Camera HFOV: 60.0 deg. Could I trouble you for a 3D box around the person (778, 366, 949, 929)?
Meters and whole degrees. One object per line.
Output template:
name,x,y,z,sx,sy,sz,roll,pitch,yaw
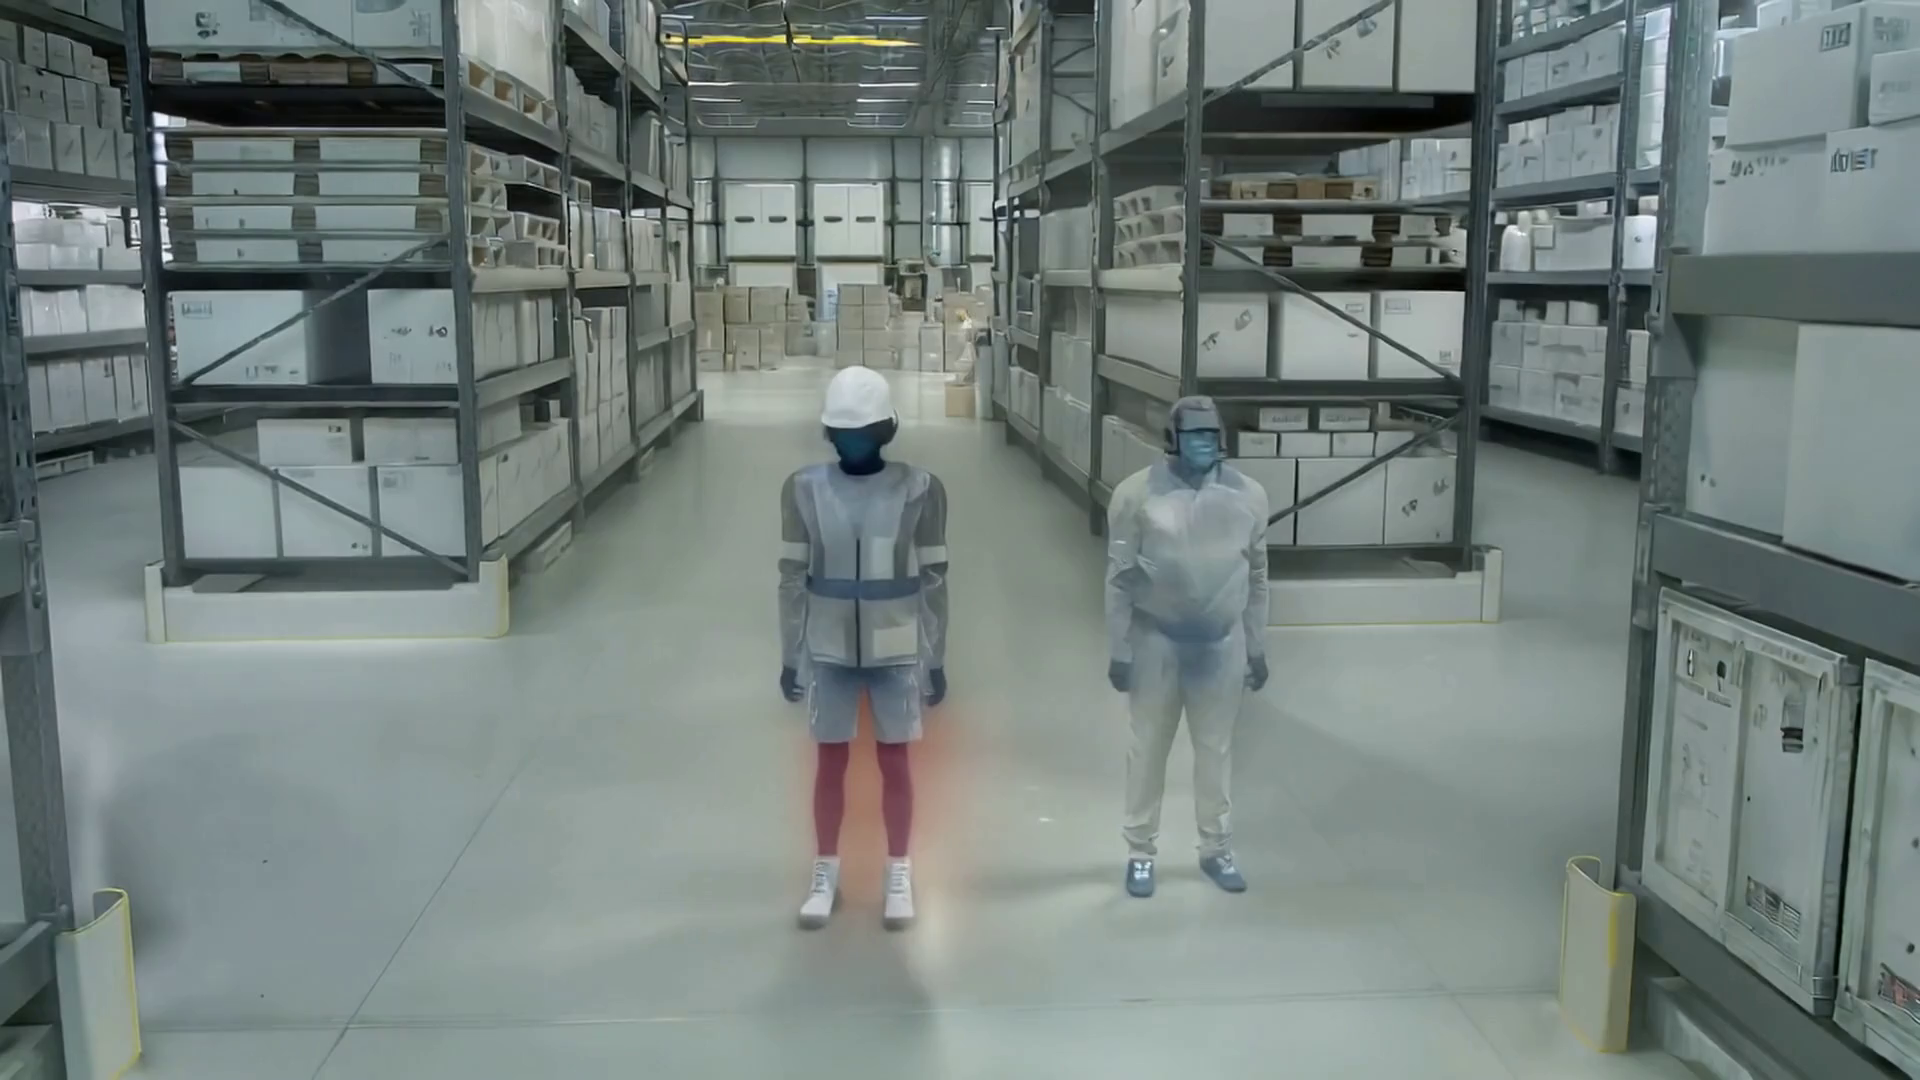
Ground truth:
person,-0.350,0.398,5.959,0.614,2.038,0.395,1,9,4

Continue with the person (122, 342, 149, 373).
person,-13.893,-3.009,27.963,0.611,1.839,0.943,1,9,8

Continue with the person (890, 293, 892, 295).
person,-2.539,-8.448,62.579,0.533,1.697,0.319,0,9,-1

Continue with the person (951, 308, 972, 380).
person,0.025,-4.327,36.951,0.602,1.617,0.542,-3,9,-16

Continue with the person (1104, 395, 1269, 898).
person,0.871,0.405,6.325,0.649,1.911,0.408,-1,9,-8

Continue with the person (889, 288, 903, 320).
person,-2.286,-7.799,57.806,0.636,1.928,0.391,3,10,19

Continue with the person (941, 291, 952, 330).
person,-0.443,-6.684,50.951,1.032,1.889,0.544,-1,9,-3

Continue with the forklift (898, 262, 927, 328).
forklift,-1.725,-8.419,58.697,1.129,2.768,1.873,-1,9,-4

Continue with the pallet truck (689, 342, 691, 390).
pallet truck,-5.225,-3.008,27.480,1.885,1.965,0.823,2,9,14
